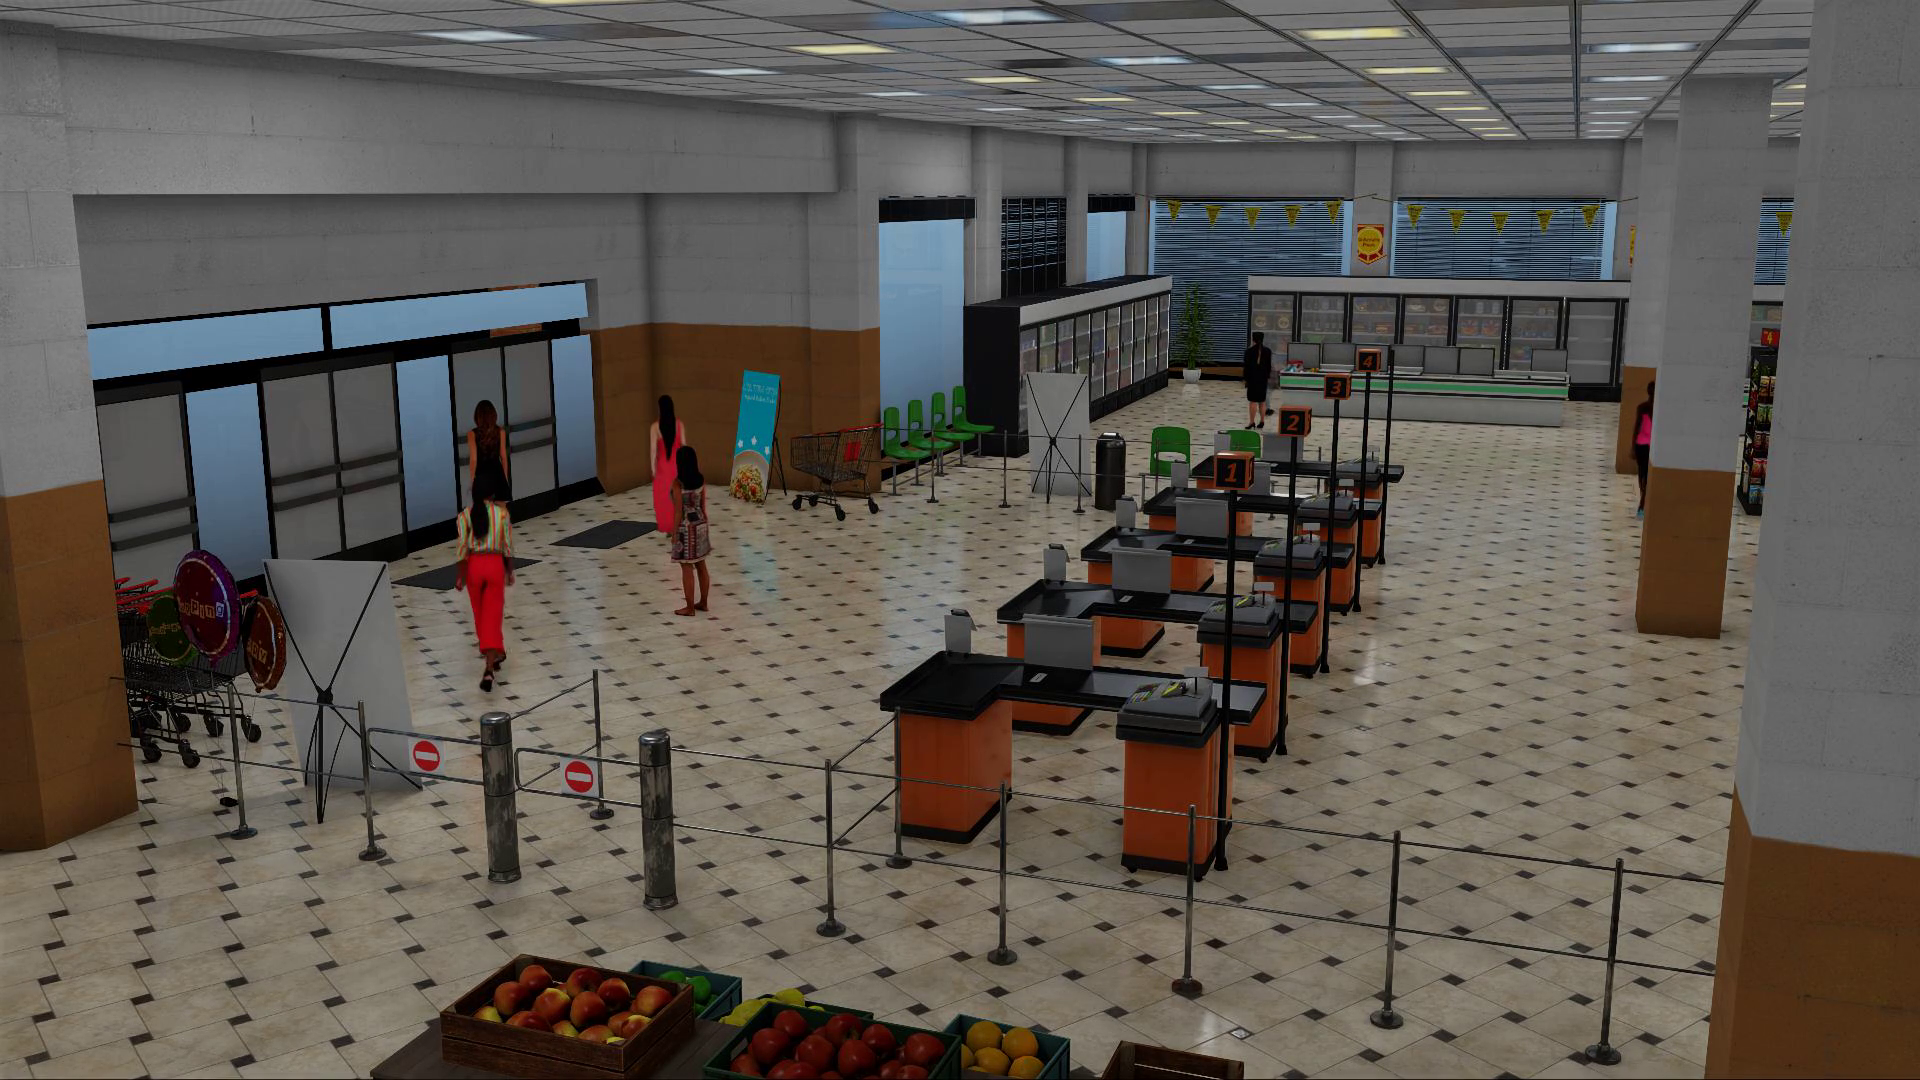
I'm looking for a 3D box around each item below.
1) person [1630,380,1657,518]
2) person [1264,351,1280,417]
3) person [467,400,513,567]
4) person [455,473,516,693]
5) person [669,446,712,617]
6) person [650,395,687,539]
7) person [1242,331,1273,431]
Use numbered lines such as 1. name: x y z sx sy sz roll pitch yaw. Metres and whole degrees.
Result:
1. person: 8.574 -1.101 20.719 1.097 1.671 0.813 7 14 31
2. person: 5.559 -2.818 30.115 0.793 1.158 0.806 -3 12 -16
3. person: -5.071 -0.594 17.916 0.667 1.834 0.703 -8 14 -32
4. person: -3.859 0.395 13.487 1.204 1.723 1.089 -3 12 -14
5. person: -2.596 -0.095 16.005 0.620 1.645 0.701 8 14 33
6. person: -3.329 -0.812 19.236 0.855 1.717 0.922 -6 13 -27
7. person: 5.070 -2.722 28.418 0.783 1.671 0.861 -4 13 -19
